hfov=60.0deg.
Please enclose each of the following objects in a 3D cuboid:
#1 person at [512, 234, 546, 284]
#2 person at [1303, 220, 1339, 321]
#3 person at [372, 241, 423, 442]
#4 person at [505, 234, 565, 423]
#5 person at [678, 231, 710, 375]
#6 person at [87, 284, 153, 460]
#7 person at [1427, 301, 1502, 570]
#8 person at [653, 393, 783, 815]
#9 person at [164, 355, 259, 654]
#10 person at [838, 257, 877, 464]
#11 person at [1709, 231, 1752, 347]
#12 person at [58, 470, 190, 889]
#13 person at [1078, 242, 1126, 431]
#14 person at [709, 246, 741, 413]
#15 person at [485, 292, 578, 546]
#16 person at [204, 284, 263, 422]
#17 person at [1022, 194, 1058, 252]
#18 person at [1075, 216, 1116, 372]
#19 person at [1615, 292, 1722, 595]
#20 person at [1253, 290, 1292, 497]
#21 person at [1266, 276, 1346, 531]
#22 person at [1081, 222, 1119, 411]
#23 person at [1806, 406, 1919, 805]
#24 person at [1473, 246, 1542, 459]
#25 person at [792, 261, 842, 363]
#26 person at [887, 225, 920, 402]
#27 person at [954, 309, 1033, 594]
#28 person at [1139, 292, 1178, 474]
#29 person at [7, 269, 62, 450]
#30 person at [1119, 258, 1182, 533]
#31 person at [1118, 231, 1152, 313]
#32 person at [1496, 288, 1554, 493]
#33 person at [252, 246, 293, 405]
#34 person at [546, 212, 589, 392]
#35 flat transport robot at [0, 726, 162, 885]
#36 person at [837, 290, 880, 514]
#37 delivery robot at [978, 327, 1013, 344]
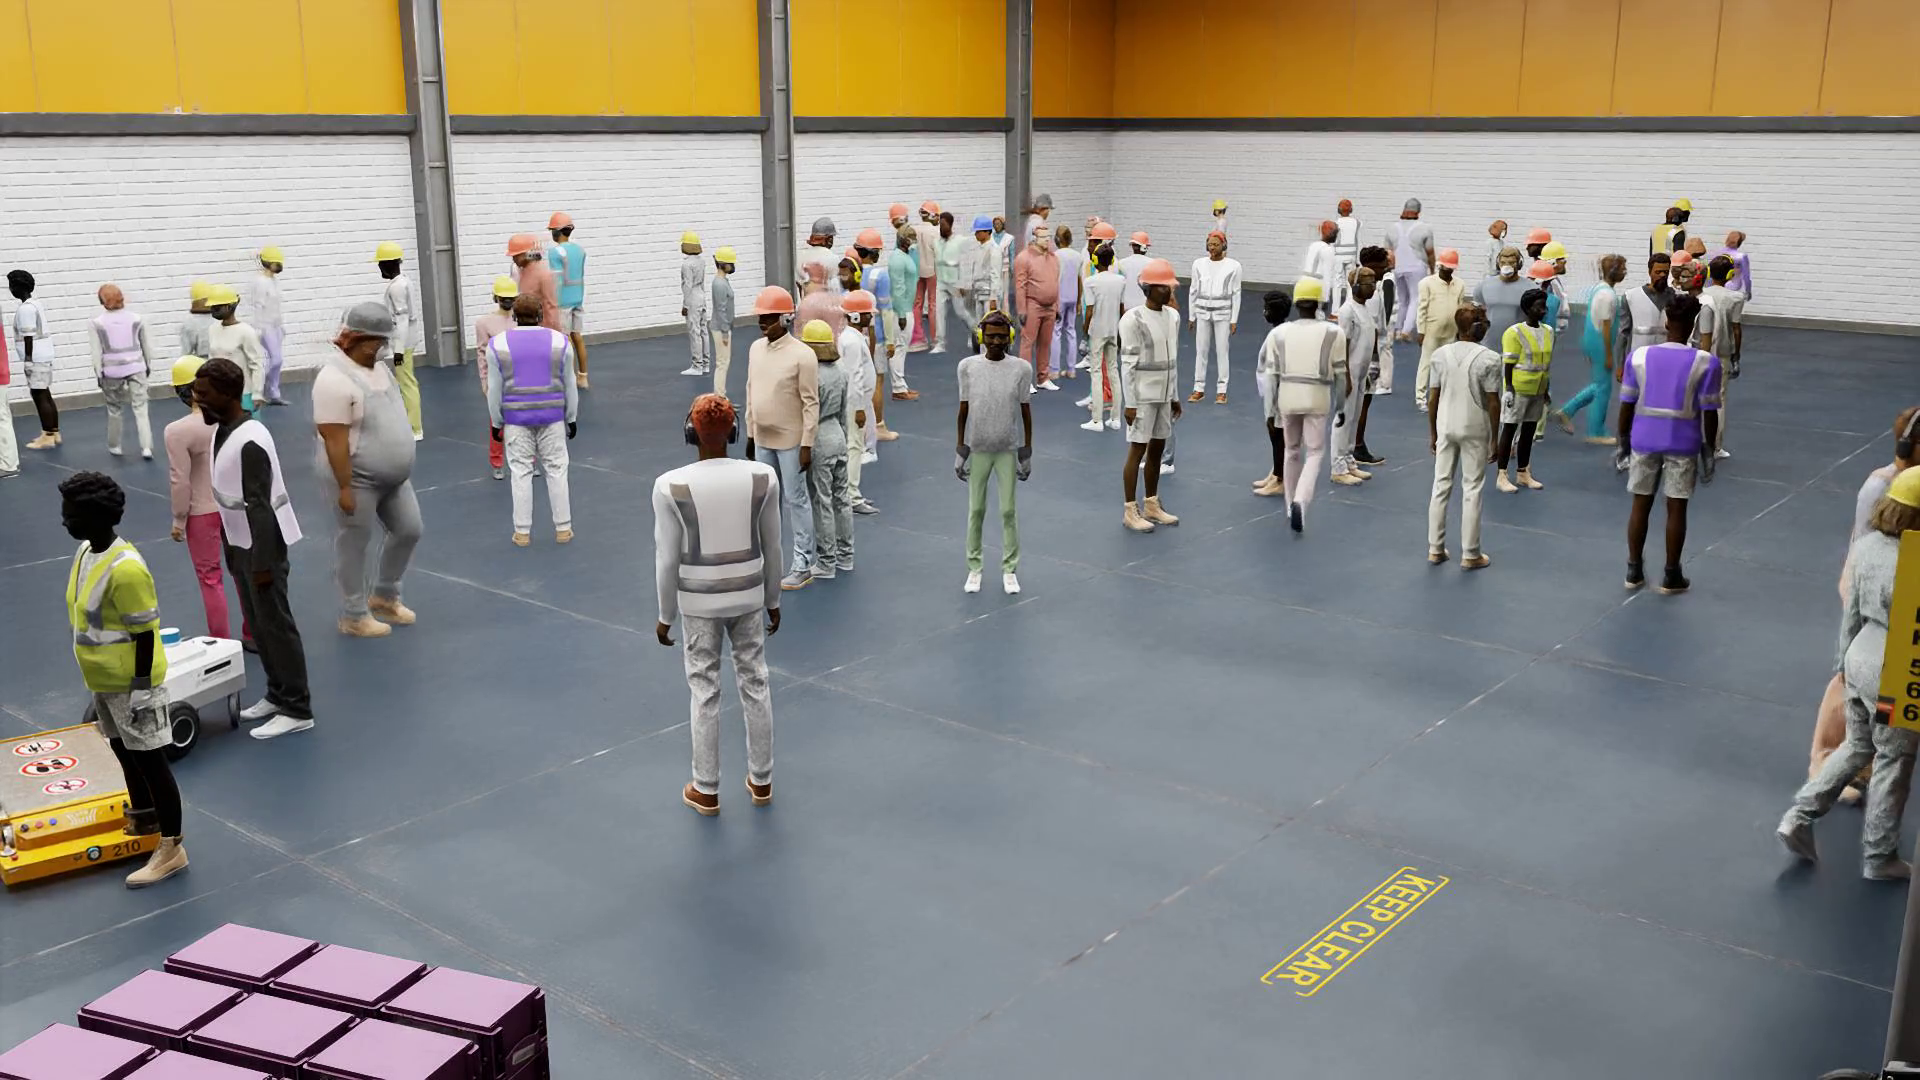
[{"bbox_3d":[-4.363,-2.137,16.943,0.382,1.928,0.546,-4,15,-15],"label":"person"},{"bbox_3d":[4.574,-3.094,20.965,0.889,1.838,0.587,-2,14,-9],"label":"person"},{"bbox_3d":[-5.389,-1.894,15.974,0.373,1.923,0.596,-4,14,-14],"label":"person"},{"bbox_3d":[-4.315,-2.075,16.642,0.818,1.945,0.677,-11,18,-37],"label":"person"},{"bbox_3d":[-3.273,-2.898,20.356,0.295,1.744,0.484,4,15,16],"label":"person"},{"bbox_3d":[-7.637,-1.531,15.174,0.515,1.608,0.738,-9,17,-33],"label":"person"},{"bbox_3d":[3.454,-0.710,11.412,0.508,1.844,0.345,11,18,37],"label":"person"},{"bbox_3d":[-1.058,0.288,7.345,0.573,1.883,0.355,-6,15,-23],"label":"person"},{"bbox_3d":[-4.230,-0.165,9.398,0.315,1.766,0.523,7,15,24],"label":"person"},{"bbox_3d":[-0.943,-1.614,15.010,0.346,1.857,0.523,-11,18,-37],"label":"person"},{"bbox_3d":[10.478,-3.394,22.631,0.855,1.591,0.523,-6,15,-23],"label":"person"},{"bbox_3d":[-3.363,0.551,6.662,0.540,1.698,0.317,13,19,42],"label":"person"},{"bbox_3d":[1.421,-2.020,16.593,0.530,1.869,0.311,-8,16,-29],"label":"person"},{"bbox_3d":[-2.489,-2.232,17.672,0.344,1.758,0.532,-2,14,-7],"label":"person"},{"bbox_3d":[-3.094,-0.875,12.075,0.636,1.842,0.429,-5,15,-18],"label":"person"},{"bbox_3d":[-5.892,-1.194,13.505,0.533,1.767,0.326,7,16,25],"label":"person"},{"bbox_3d":[1.184,-4.100,24.557,0.538,2.000,0.687,-2,14,-6],"label":"person"},{"bbox_3d":[1.649,-3.039,20.591,0.408,1.908,0.644,-6,15,-23],"label":"person"},{"bbox_3d":[4.599,-0.624,10.825,0.614,1.964,0.361,10,17,35],"label":"person"},{"bbox_3d":[2.591,-1.205,13.686,0.318,1.697,0.533,3,14,12],"label":"person"},{"bbox_3d":[2.589,-1.029,12.568,0.590,1.897,0.800,6,15,23],"label":"person"},{"bbox_3d":[1.527,-2.386,17.801,0.376,1.995,0.612,-2,14,-8],"label":"person"},{"bbox_3d":[4.137,0.297,7.439,0.517,1.832,0.357,-9,17,-33],"label":"person"},{"bbox_3d":[4.969,-1.715,15.236,0.630,1.940,0.373,6,15,22],"label":"person"},{"bbox_3d":[-1.267,-1.452,14.320,0.422,1.870,0.708,4,15,16],"label":"person"},{"bbox_3d":[-0.628,-2.512,18.433,0.370,1.934,0.627,1,14,3],"label":"person"},{"bbox_3d":[0.218,-0.566,10.814,0.508,1.860,0.334,1,14,4],"label":"person"},{"bbox_3d":[1.754,-1.395,14.568,0.280,1.636,0.500,-3,14,-10],"label":"person"},{"bbox_3d":[-8.733,-1.707,15.711,0.321,1.685,0.542,-5,15,-18],"label":"person"},{"bbox_3d":[1.454,-1.087,12.505,0.369,2.046,0.612,14,19,43],"label":"person"},{"bbox_3d":[2.159,-2.856,20.177,0.563,1.747,0.339,5,15,19],"label":"person"},{"bbox_3d":[4.712,-1.241,13.831,0.533,1.697,0.319,-8,16,-28],"label":"person"},{"bbox_3d":[-7.416,-2.290,17.920,0.446,1.740,0.579,1,14,3],"label":"person"},{"bbox_3d":[-4.507,-2.704,18.972,0.378,2.041,0.616,5,15,19],"label":"person"},{"bbox_3d":[-3.981,1.107,7.339,0.652,0.197,1.431,-11,18,-37],"label":"flat transport robot"},{"bbox_3d":[-0.801,-1.086,13.093,0.331,1.753,0.561,-2,14,-7],"label":"person"},{"bbox_3d":[0.465,-2.753,21.997,0.477,0.478,0.707,-3,14,-12],"label":"delivery robot"}]
